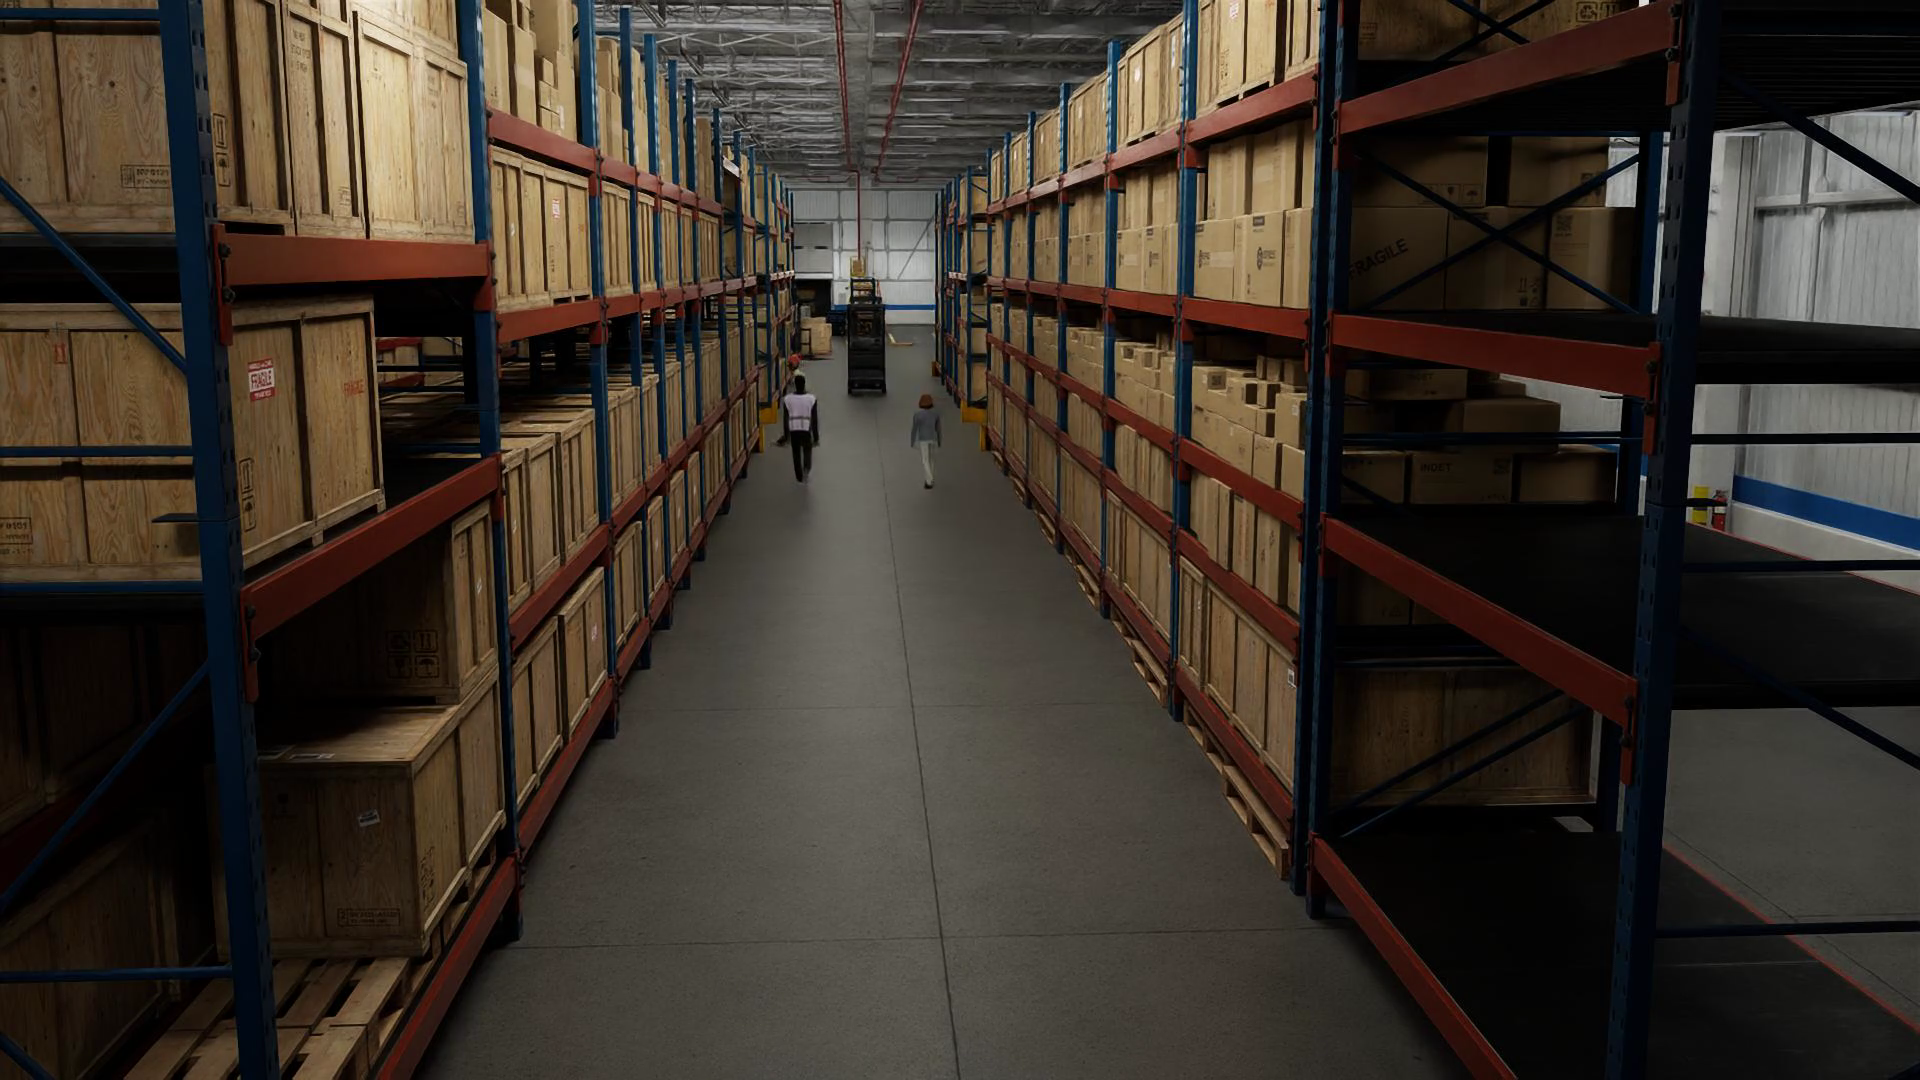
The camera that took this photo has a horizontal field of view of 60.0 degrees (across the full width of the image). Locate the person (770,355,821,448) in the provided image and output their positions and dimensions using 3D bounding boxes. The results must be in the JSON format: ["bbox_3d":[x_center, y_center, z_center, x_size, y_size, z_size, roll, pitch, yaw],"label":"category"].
[{"bbox_3d":[-3.372,-2.856,34.364,1.053,1.941,0.630,0,10,-2],"label":"person"}]

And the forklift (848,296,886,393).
[{"bbox_3d":[-2.753,-5.761,48.882,1.129,2.768,1.873,-1,10,-3],"label":"forklift"}]

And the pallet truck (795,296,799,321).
[{"bbox_3d":[-8.622,-12.439,91.403,1.885,1.965,0.823,2,10,13],"label":"pallet truck"}]

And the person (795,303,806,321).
[{"bbox_3d":[-8.306,-11.452,85.993,0.570,1.844,0.977,3,10,20],"label":"person"}]

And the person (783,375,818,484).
[{"bbox_3d":[-2.759,-1.893,28.689,0.594,1.905,0.476,-1,10,-5],"label":"person"}]

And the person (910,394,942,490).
[{"bbox_3d":[-0.599,-1.673,28.231,0.507,1.607,0.681,-5,11,-28],"label":"person"}]
